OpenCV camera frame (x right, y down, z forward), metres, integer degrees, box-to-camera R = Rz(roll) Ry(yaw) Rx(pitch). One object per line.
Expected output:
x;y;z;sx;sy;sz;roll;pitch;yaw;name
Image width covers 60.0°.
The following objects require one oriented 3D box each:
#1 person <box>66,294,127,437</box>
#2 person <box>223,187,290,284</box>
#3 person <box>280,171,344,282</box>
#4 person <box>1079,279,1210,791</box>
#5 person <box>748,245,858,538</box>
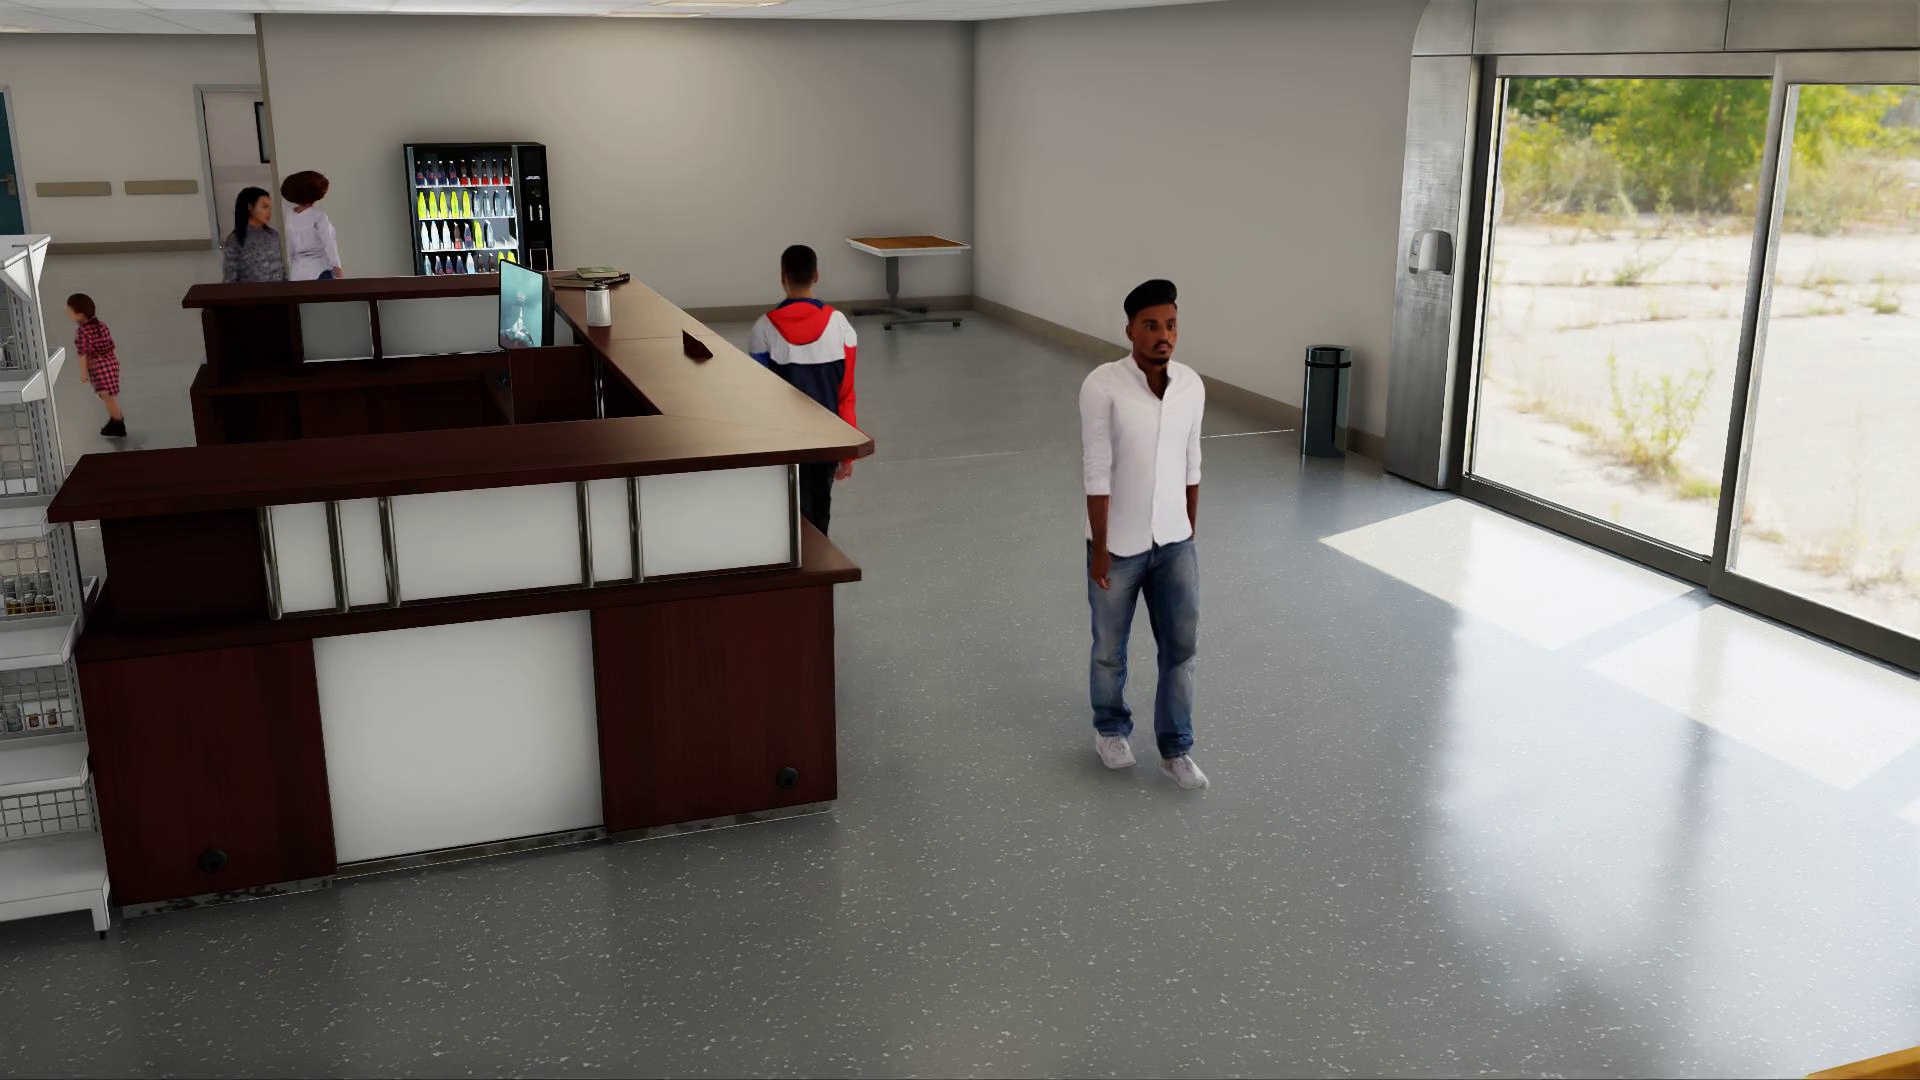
-5.964;-1.211;11.586;0.561;1.009;0.515;5;16;16;person
-4.905;-1.583;11.597;1.038;1.719;1.004;11;19;33;person
-5.384;-2.181;13.740;0.853;1.708;0.898;12;20;36;person
0.619;-0.046;5.999;0.776;1.799;0.738;-4;16;-13;person
-0.679;-0.399;7.407;1.111;1.715;0.739;-5;16;-17;person
